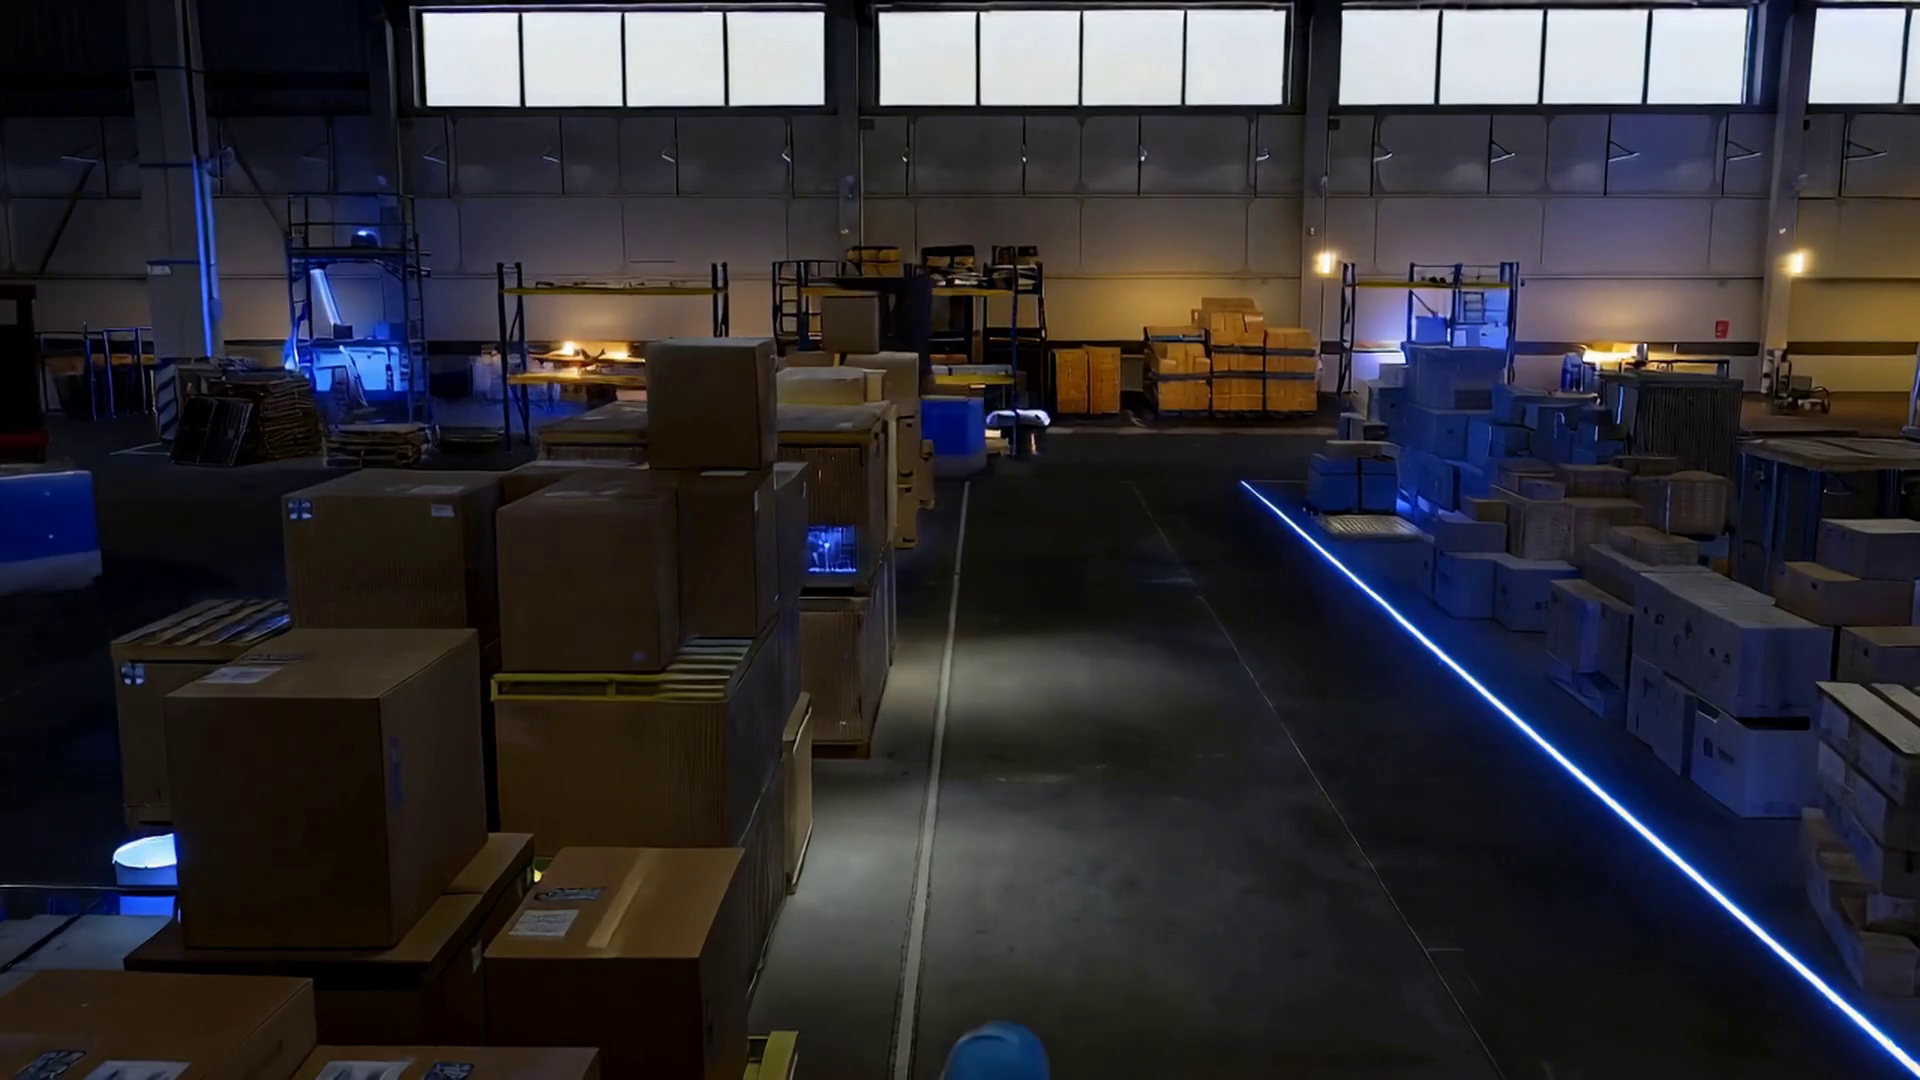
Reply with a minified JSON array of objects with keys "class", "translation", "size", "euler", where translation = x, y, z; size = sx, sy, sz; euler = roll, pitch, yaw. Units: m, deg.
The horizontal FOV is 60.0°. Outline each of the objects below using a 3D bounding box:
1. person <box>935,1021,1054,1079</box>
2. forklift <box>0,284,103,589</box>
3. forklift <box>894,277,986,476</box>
[{"class":"person","translation":[0.113,1.653,2.949],"size":[0.520,1.819,0.875],"euler":[4,10,20]},{"class":"forklift","translation":[-9.182,-1.025,15.774],"size":[1.873,2.768,1.129],"euler":[7,12,38]},{"class":"forklift","translation":[-0.639,-2.388,23.938],"size":[1.873,2.768,1.129],"euler":[3,10,15]}]
